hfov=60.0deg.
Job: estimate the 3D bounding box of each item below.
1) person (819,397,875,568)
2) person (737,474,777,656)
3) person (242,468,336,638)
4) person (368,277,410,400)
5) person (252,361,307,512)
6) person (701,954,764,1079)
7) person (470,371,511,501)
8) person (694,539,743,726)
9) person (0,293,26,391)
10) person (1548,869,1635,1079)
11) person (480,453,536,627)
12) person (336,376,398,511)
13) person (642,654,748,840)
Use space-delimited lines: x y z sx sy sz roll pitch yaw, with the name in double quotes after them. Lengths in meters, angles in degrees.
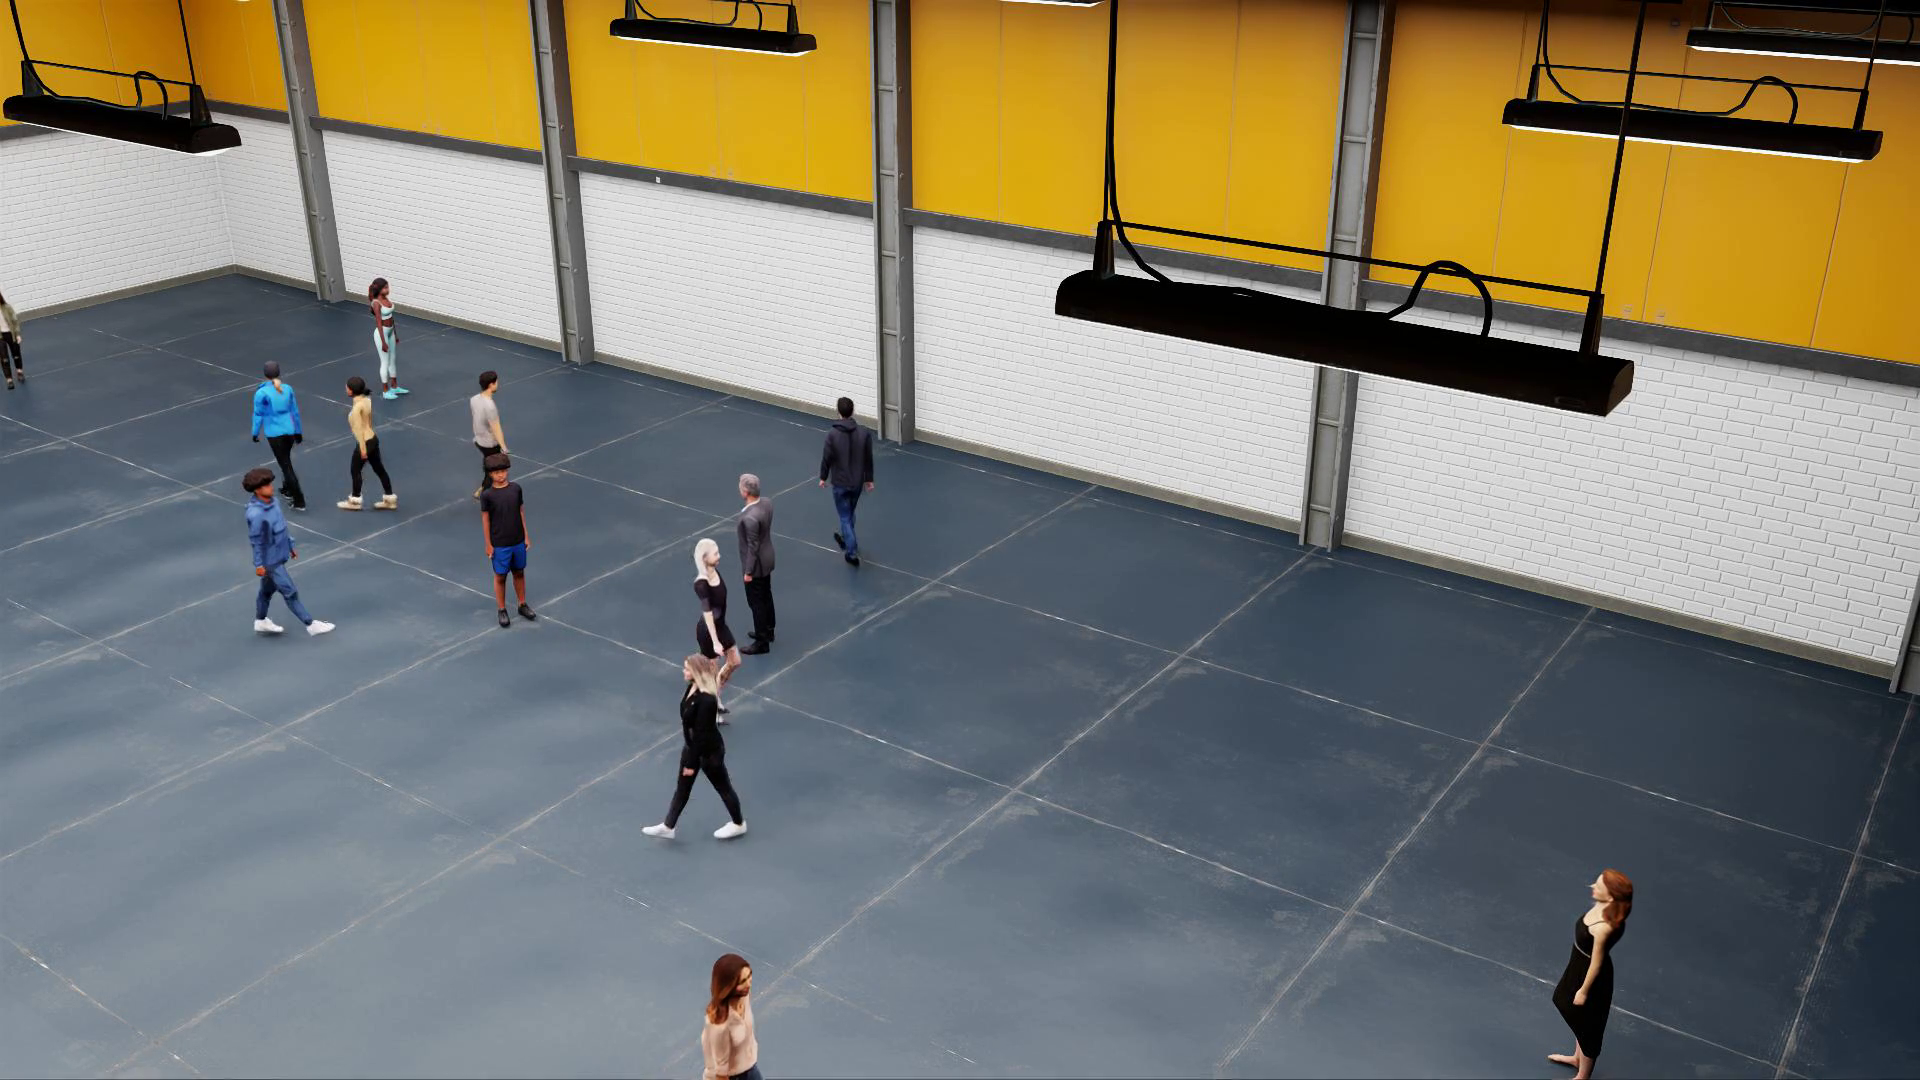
-1.190 -0.582 17.930 0.990 1.847 1.135 -10 26 -22 "person"
-1.974 0.210 16.133 0.777 1.836 0.807 4 24 8 "person"
-6.835 0.155 16.345 1.229 1.766 1.057 1 24 2 "person"
-8.027 -2.830 23.225 0.666 1.724 0.648 3 24 7 "person"
-7.863 -1.184 19.396 0.908 1.776 0.667 17 29 34 "person"
-1.400 3.121 9.601 1.201 1.732 0.743 11 26 23 "person"
-5.567 -1.122 19.356 0.823 1.695 0.724 -13 27 -27 "person"
-2.282 0.836 14.719 0.701 1.820 0.686 4 24 10 "person"
-13.594 -2.891 23.729 0.875 1.434 1.088 -12 26 -26 "person"
4.005 2.774 10.528 0.648 1.625 0.626 8 25 18 "person"
-4.562 -0.027 16.722 0.685 1.798 0.673 -16 28 -33 "person"
-6.836 -1.102 19.381 1.029 1.638 0.892 2 24 5 "person"
-1.898 1.651 13.064 1.020 1.653 1.084 -10 26 -22 "person"
